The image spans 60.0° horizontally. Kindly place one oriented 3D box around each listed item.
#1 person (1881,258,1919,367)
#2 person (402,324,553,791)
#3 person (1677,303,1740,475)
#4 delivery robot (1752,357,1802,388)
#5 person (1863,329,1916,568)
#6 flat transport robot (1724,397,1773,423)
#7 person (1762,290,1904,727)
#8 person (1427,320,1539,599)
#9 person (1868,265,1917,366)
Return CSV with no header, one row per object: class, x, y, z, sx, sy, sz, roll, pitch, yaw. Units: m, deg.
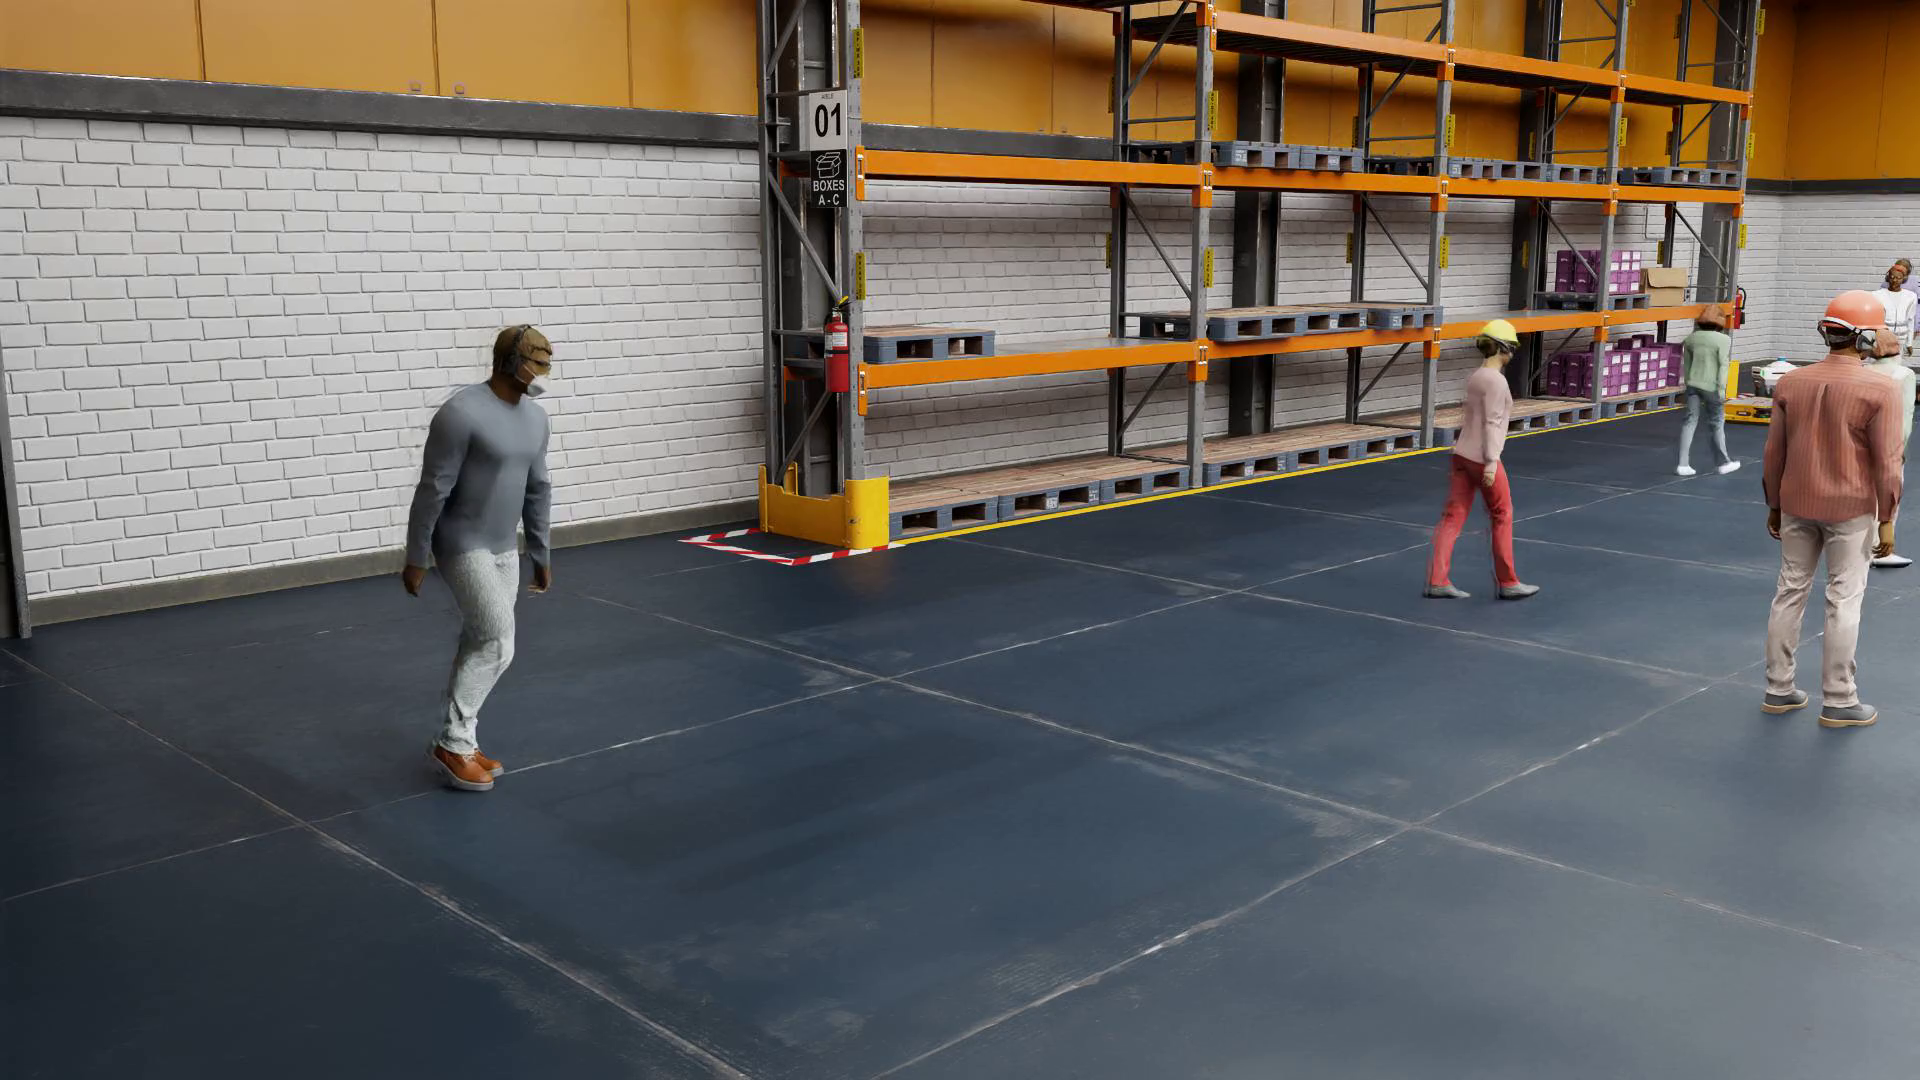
person,13.351,-3.043,23.680,0.458,1.913,0.653,-5,11,-25
person,-1.933,0.071,6.784,0.593,1.885,0.659,3,11,18
person,7.027,-1.409,15.597,0.700,1.597,0.524,-6,12,-28
delivery robot,11.379,-2.297,23.070,0.707,0.478,0.477,-1,10,-3
person,6.261,-0.631,11.360,0.405,1.606,0.599,-5,11,-24
flat transport robot,9.737,-1.590,20.242,0.652,0.197,1.431,10,14,42
person,4.018,-0.146,7.662,0.396,1.992,0.619,-6,12,-31
person,3.257,-0.483,10.237,0.767,1.719,0.550,-1,10,-7
person,11.352,-2.412,20.327,0.576,1.883,0.362,1,10,6
